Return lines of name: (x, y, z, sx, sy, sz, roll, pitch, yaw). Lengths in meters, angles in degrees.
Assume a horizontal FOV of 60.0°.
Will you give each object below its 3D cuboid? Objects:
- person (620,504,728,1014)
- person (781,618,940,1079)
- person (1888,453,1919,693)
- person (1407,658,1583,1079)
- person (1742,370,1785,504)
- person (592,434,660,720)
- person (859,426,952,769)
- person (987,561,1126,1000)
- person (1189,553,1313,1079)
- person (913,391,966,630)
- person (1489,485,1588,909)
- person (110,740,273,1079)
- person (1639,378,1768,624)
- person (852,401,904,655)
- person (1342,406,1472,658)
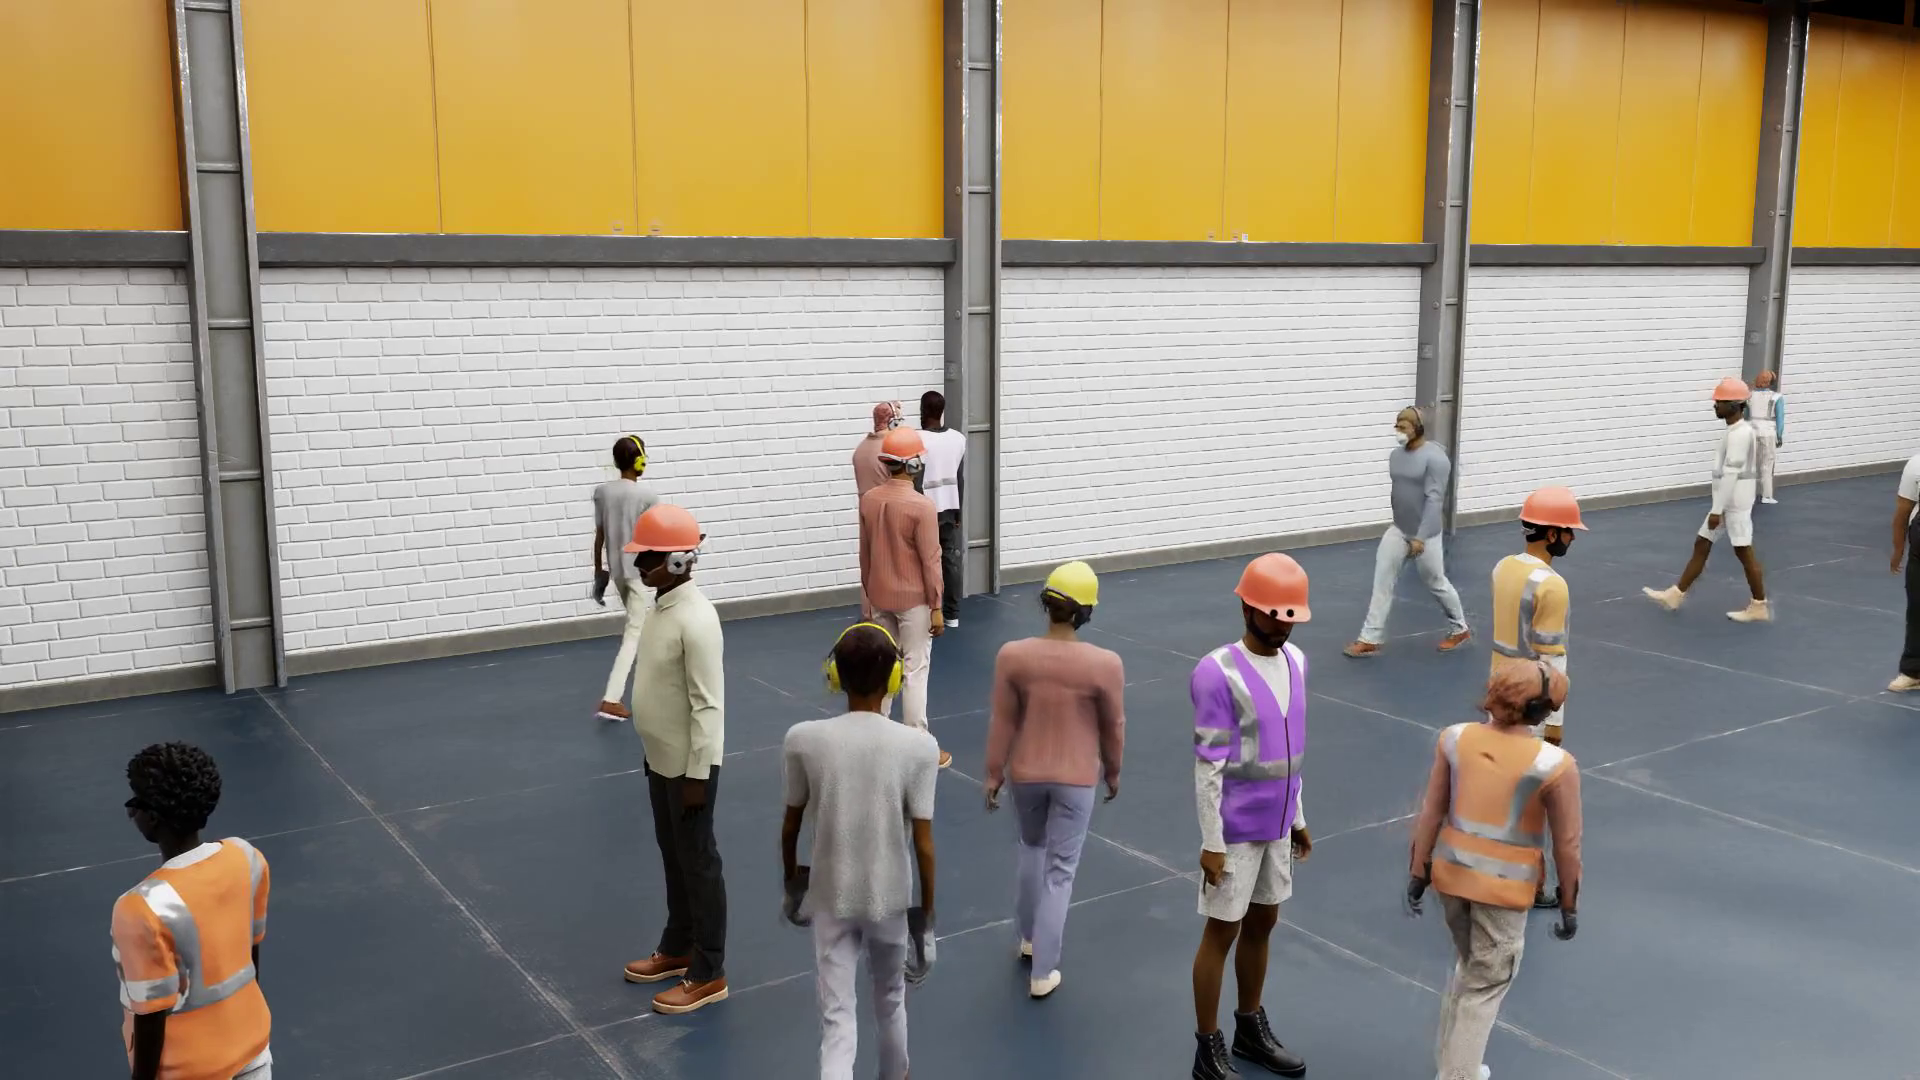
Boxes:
person: (-1.118, 0.845, 6.554, 0.381, 1.995, 0.611, -5, 11, -28)
person: (-0.331, 1.152, 5.290, 0.532, 1.816, 1.024, 0, 9, 1)
person: (6.639, 0.062, 11.131, 0.701, 2.000, 0.537, 7, 11, 34)
person: (1.791, 1.192, 5.605, 0.612, 1.607, 0.532, -8, 12, -39)
person: (9.774, -1.254, 20.276, 0.307, 1.637, 0.512, -8, 12, -39)
person: (-2.129, 0.225, 10.813, 0.538, 1.827, 0.948, 5, 11, 27)
person: (-0.324, 0.340, 9.590, 0.612, 1.997, 0.375, 9, 13, 42)
person: (0.405, 0.942, 6.728, 0.531, 1.737, 0.664, 3, 10, 19)
person: (1.050, 0.994, 5.853, 0.542, 1.929, 0.374, -8, 12, -40)
person: (-0.196, -0.227, 13.241, 0.377, 1.917, 0.600, 9, 13, 43)
person: (2.617, 0.709, 7.576, 0.381, 1.932, 0.543, -2, 10, -9)
person: (-2.000, 1.357, 4.363, 0.316, 1.695, 0.541, 2, 10, 9)
person: (6.153, -0.318, 13.555, 1.012, 1.991, 0.634, 3, 10, 20)
person: (-0.538, -0.088, 12.472, 0.399, 1.905, 0.646, -6, 11, -32)
person: (3.402, -0.059, 12.363, 1.064, 1.883, 0.641, -5, 11, -28)
